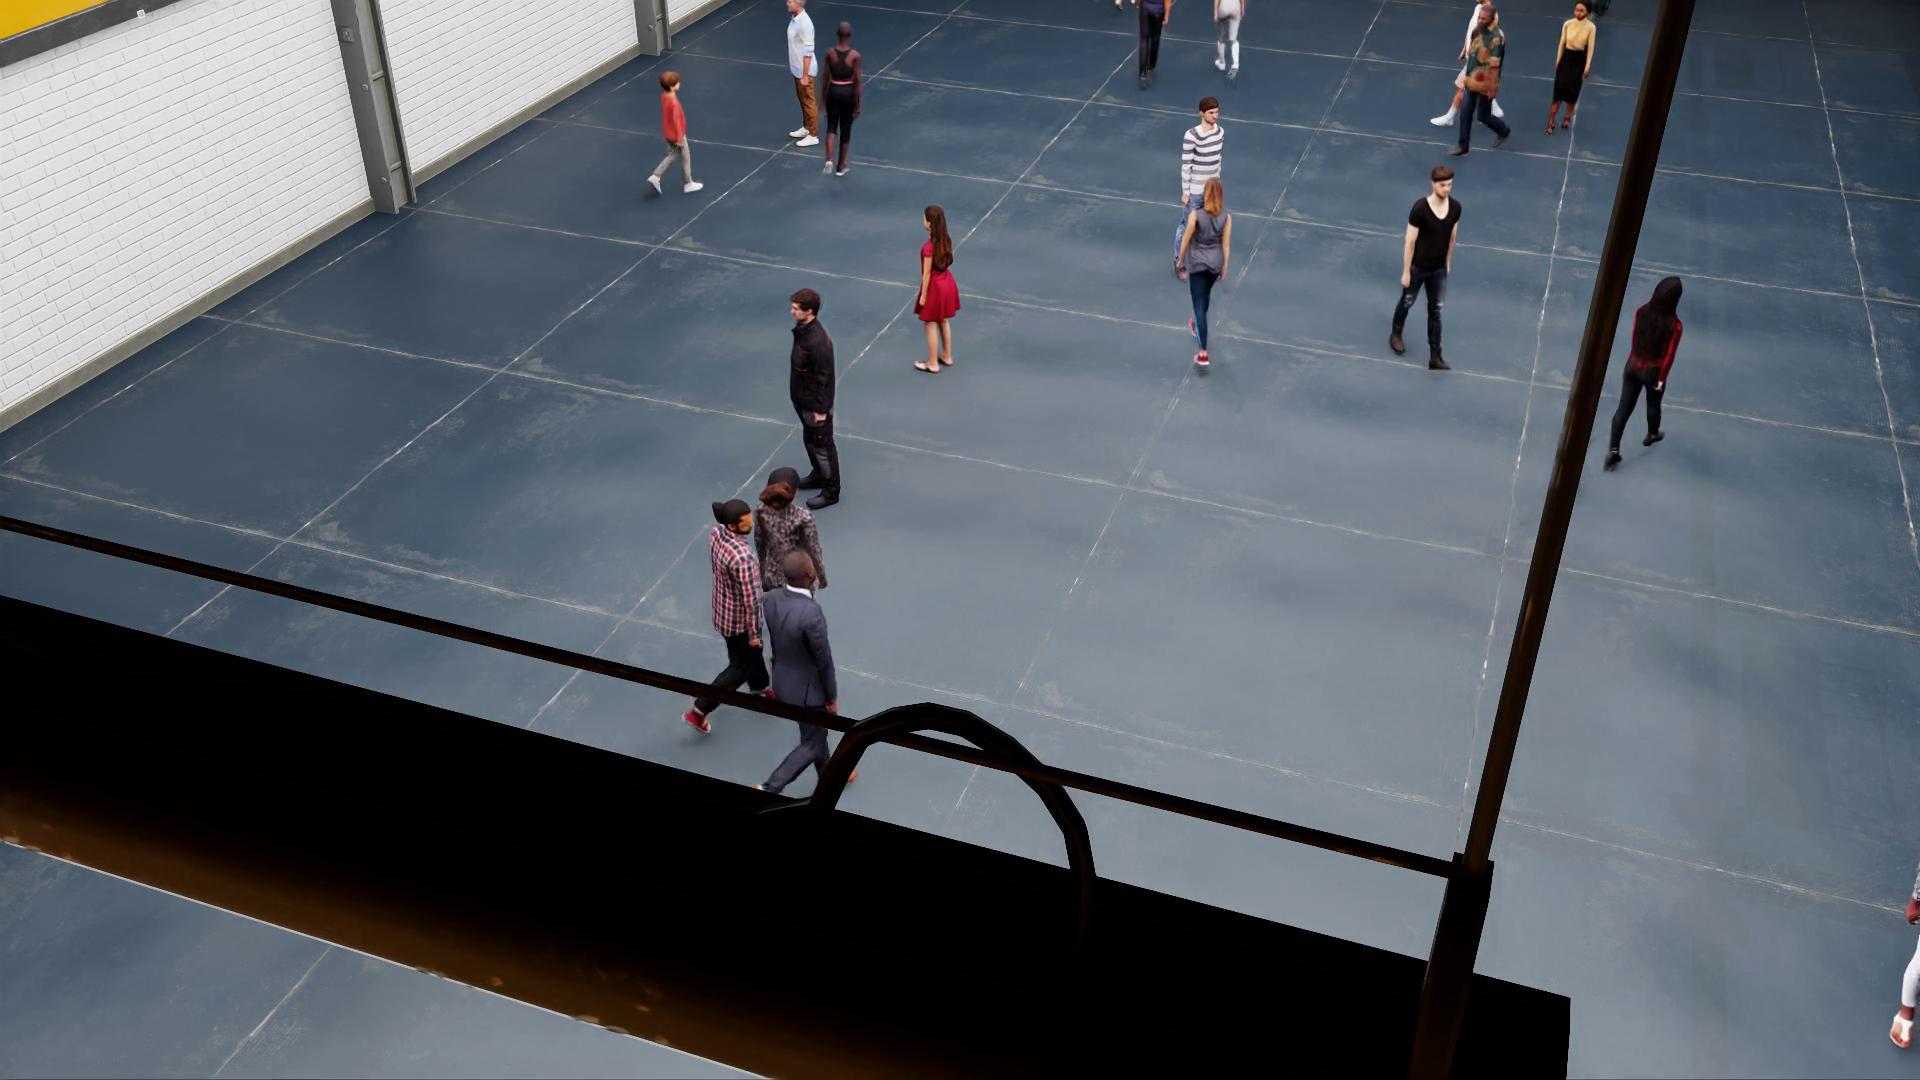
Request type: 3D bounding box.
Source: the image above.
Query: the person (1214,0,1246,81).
[{"bbox_3d":[3.550,-6.900,21.858,0.907,1.669,1.193,-2,34,-4],"label":"person"}]

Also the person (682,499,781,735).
[{"bbox_3d":[-1.495,0.505,10.655,1.220,1.739,1.129,-18,38,-25],"label":"person"}]

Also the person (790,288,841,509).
[{"bbox_3d":[-1.136,-1.123,13.013,0.849,1.840,0.773,-13,36,-18],"label":"person"}]

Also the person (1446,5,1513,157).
[{"bbox_3d":[6.164,-5.360,19.443,1.144,1.779,1.094,-14,36,-21],"label":"person"}]

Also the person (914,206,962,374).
[{"bbox_3d":[-0.197,-2.266,14.996,0.683,1.549,0.611,21,39,28],"label":"person"}]

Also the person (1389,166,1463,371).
[{"bbox_3d":[4.177,-2.503,15.083,1.035,1.846,1.266,-5,34,-8],"label":"person"}]

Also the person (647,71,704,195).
[{"bbox_3d":[-3.235,-4.514,18.511,0.920,1.401,0.787,-21,39,-29],"label":"person"}]

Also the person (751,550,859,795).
[{"bbox_3d":[-0.994,0.917,9.983,1.174,1.796,1.041,-22,39,-29],"label":"person"}]

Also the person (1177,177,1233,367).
[{"bbox_3d":[2.222,-2.401,15.081,0.985,1.678,1.247,-5,34,-8],"label":"person"}]

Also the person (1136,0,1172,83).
[{"bbox_3d":[2.483,-6.852,21.719,0.737,1.743,1.156,6,34,10],"label":"person"}]

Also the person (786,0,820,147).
[{"bbox_3d":[-1.863,-5.639,19.819,0.828,1.827,0.731,-9,35,-13],"label":"person"}]

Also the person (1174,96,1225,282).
[{"bbox_3d":[2.399,-3.534,16.627,0.687,1.854,0.783,-20,39,-27],"label":"person"}]

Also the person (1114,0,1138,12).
[{"bbox_3d":[2.494,-8.664,24.436,0.777,1.753,1.150,21,39,28],"label":"person"}]

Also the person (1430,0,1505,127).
[{"bbox_3d":[6.392,-5.888,20.260,0.984,1.752,1.172,0,34,-1],"label":"person"}]

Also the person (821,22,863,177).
[{"bbox_3d":[-1.362,-4.952,18.863,0.715,1.742,0.825,3,34,5],"label":"person"}]

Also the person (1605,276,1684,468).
[{"bbox_3d":[5.521,-1.334,13.522,1.066,1.627,0.893,-26,41,-33],"label":"person"}]

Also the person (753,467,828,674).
[{"bbox_3d":[-1.159,0.306,10.986,0.568,1.703,0.608,12,35,18],"label":"person"}]

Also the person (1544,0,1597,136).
[{"bbox_3d":[7.455,-5.742,20.154,0.706,1.627,0.978,18,38,25],"label":"person"}]

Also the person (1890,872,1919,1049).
[{"bbox_3d":[5.191,1.875,8.620,0.688,1.710,0.875,18,38,25],"label":"person"}]
